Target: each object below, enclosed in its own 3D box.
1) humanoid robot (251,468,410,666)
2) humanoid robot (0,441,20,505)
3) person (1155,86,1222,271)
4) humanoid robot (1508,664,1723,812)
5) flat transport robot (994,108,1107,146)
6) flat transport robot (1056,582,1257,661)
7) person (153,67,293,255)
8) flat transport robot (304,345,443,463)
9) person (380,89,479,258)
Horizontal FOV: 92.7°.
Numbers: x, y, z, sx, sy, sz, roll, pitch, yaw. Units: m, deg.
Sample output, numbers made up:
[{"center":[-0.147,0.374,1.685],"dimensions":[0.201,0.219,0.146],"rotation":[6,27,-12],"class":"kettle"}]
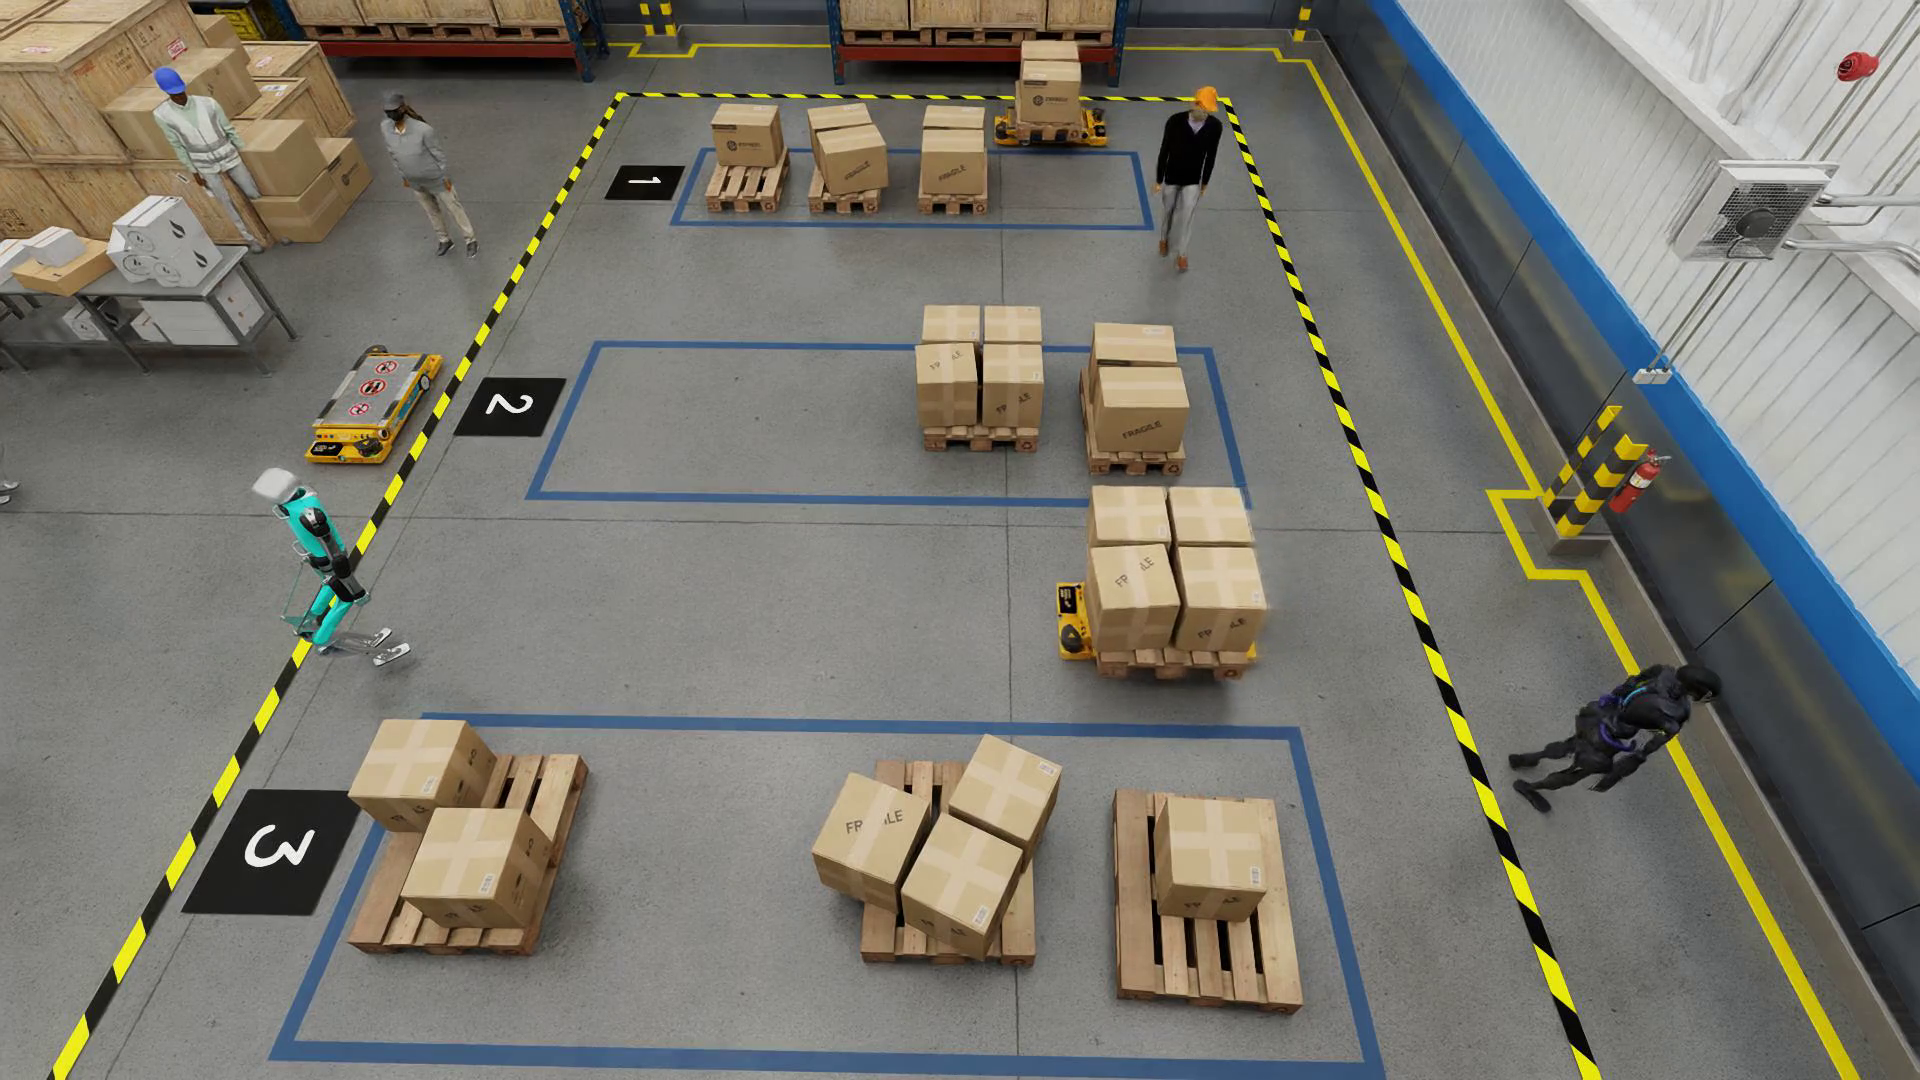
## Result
[{"center":[-4.295,0.305,6.060],"dimensions":[0.533,1.674,0.735],"rotation":[34,57,25],"class":"humanoid robot"},{"center":[-8.096,-0.924,7.126],"dimensions":[0.726,1.709,0.530],"rotation":[-15,51,-13],"class":"humanoid robot"},{"center":[2.317,-3.736,9.496],"dimensions":[0.592,1.858,0.527],"rotation":[5,50,4],"class":"person"},{"center":[3.832,1.138,5.479],"dimensions":[0.423,1.636,0.619],"rotation":[16,52,13],"class":"humanoid robot"},{"center":[1.165,-5.383,11.903],"dimensions":[1.431,0.197,0.652],"rotation":[1,50,1],"class":"flat transport robot"},{"center":[1.455,0.576,6.861],"dimensions":[1.431,0.197,0.652],"rotation":[1,50,1],"class":"flat transport robot"},{"center":[-7.778,-3.965,9.632],"dimensions":[0.606,1.939,0.410],"rotation":[-31,57,-24],"class":"person"},{"center":[-5.383,-1.269,8.441],"dimensions":[0.659,0.231,1.431],"rotation":[1,50,1],"class":"flat transport robot"},{"center":[-5.592,-3.822,9.618],"dimensions":[0.563,1.769,0.399],"rotation":[3,50,3],"class":"person"}]
